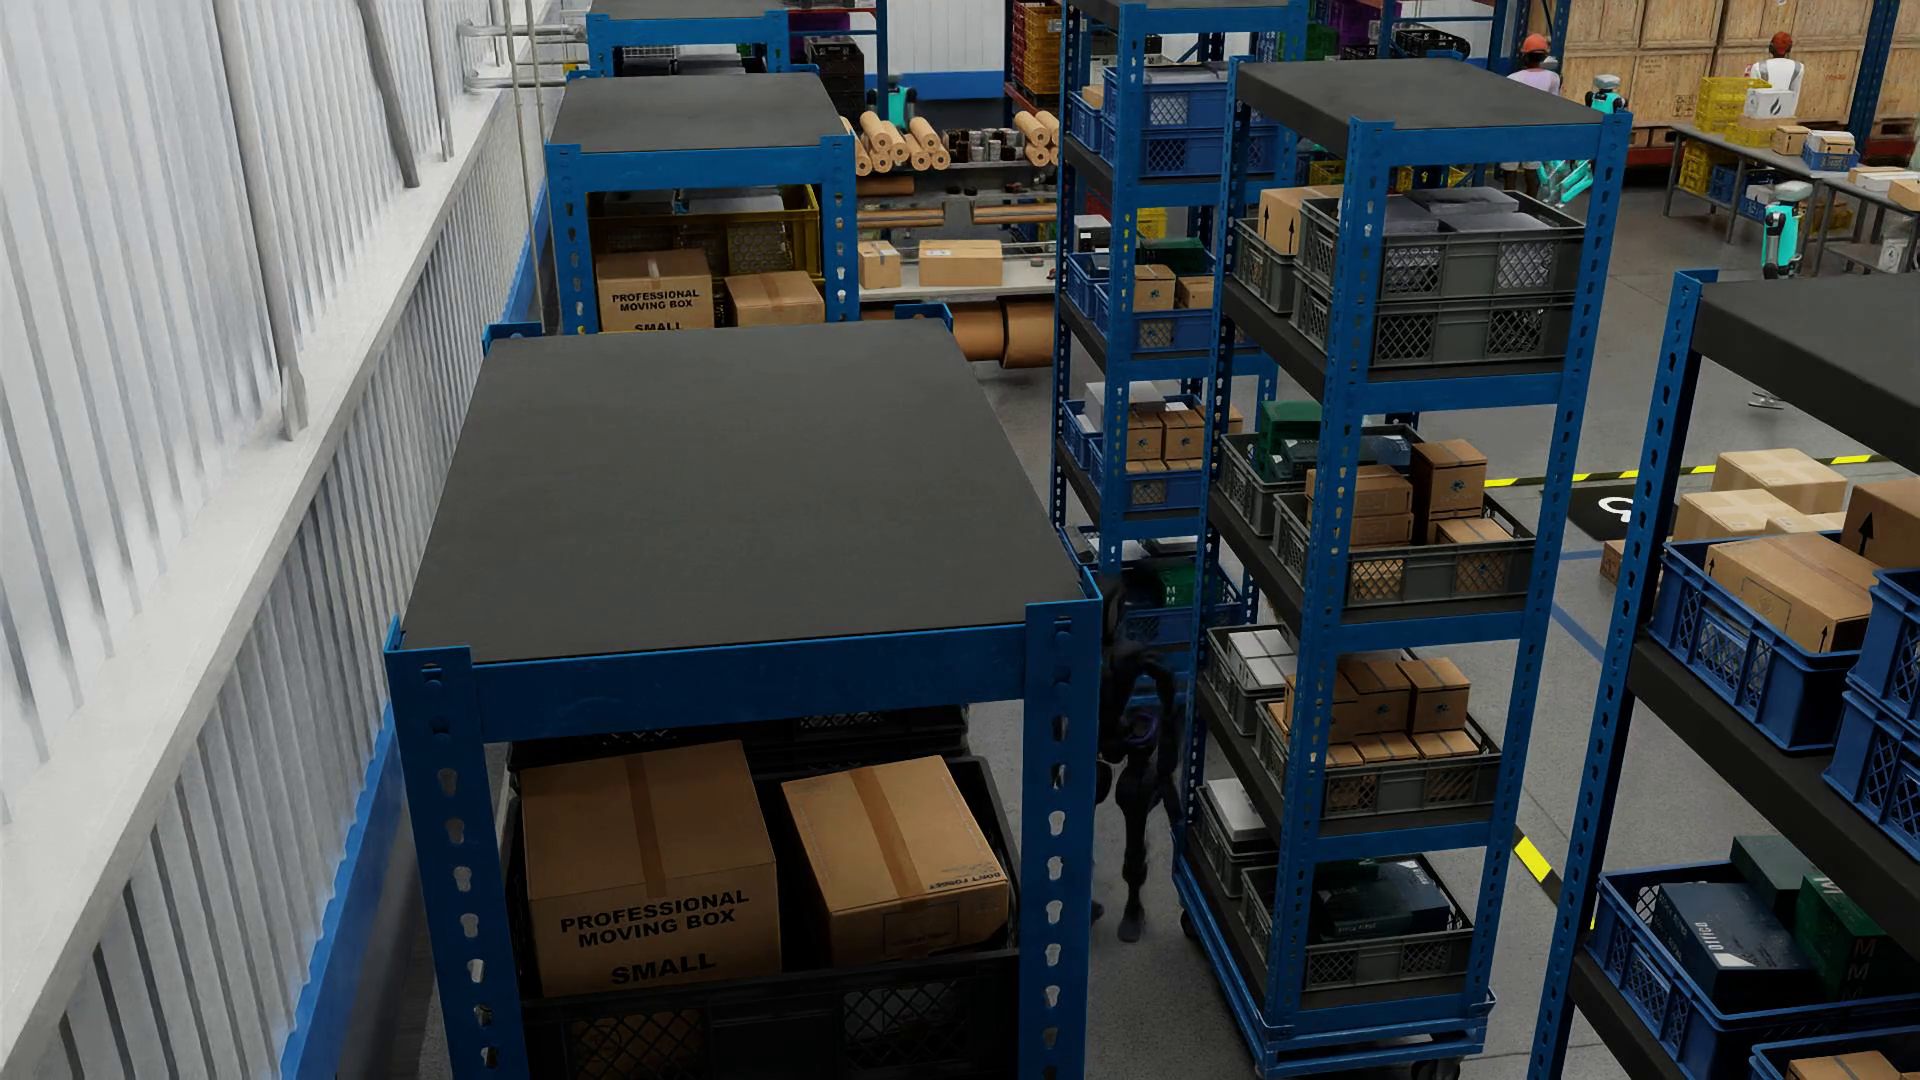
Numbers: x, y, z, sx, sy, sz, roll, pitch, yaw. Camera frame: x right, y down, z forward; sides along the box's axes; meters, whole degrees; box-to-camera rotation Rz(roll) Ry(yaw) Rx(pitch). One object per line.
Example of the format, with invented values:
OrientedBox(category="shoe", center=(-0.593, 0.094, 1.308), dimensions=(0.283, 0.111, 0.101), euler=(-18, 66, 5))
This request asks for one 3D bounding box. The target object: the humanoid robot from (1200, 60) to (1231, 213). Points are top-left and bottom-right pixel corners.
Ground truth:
OrientedBox(category="humanoid robot", center=(2.836, -4.393, 18.176), dimensions=(0.409, 1.651, 0.609), euler=(-10, 26, -20))

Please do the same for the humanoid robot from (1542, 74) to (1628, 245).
OrientedBox(category="humanoid robot", center=(6.147, -3.761, 16.593), dimensions=(0.732, 1.694, 0.532), euler=(-8, 26, -17))

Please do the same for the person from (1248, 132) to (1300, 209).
OrientedBox(category="person", center=(3.489, -4.559, 18.335), dimensions=(0.586, 1.834, 0.404), euler=(9, 26, 19))

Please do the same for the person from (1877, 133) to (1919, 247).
OrientedBox(category="person", center=(9.321, -3.507, 15.962), dimensions=(0.677, 1.904, 0.532), euler=(-13, 28, -26))

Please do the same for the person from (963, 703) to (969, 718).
OrientedBox(category="person", center=(-0.152, 0.398, 7.430), dimensions=(0.602, 1.941, 0.558), euler=(3, 25, 6))

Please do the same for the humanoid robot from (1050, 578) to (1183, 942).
OrientedBox(category="humanoid robot", center=(0.622, 0.901, 6.656), dimensions=(0.602, 1.645, 0.406), euler=(10, 26, 20))

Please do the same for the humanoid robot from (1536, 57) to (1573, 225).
OrientedBox(category="humanoid robot", center=(6.231, -4.165, 17.576), dimensions=(0.542, 1.760, 0.716), euler=(-12, 27, -24))

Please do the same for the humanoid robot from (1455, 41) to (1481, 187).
OrientedBox(category="humanoid robot", center=(5.762, -4.954, 19.364), dimensions=(0.599, 1.657, 0.315), euler=(9, 26, 19))

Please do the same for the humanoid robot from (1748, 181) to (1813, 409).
OrientedBox(category="humanoid robot", center=(6.196, -1.771, 12.235), dimensions=(0.735, 1.673, 0.533), euler=(17, 30, 32))

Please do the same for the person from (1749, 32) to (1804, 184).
OrientedBox(category="person", center=(9.038, -4.716, 18.619), dimensions=(0.574, 1.884, 0.356), euler=(1, 25, 3))

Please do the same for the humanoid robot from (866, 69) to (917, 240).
OrientedBox(category="humanoid robot", center=(-0.629, -3.874, 17.007), dimensions=(0.553, 1.731, 1.042), euler=(-6, 25, -13))

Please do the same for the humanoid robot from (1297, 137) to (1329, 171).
OrientedBox(category="humanoid robot", center=(4.005, -4.511, 18.350), dimensions=(0.642, 1.800, 0.541), euler=(-7, 26, -16))

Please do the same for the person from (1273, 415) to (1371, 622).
OrientedBox(category="person", center=(1.746, 0.199, 8.023), dimensions=(0.597, 1.830, 0.577), euler=(-11, 27, -22))

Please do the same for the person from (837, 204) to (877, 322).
OrientedBox(category="person", center=(-0.981, -2.328, 13.507), dimensions=(0.615, 1.812, 0.666), euler=(7, 26, 15))

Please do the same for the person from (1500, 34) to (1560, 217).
OrientedBox(category="person", center=(5.877, -4.228, 17.370), dimensions=(0.613, 2.040, 0.389), euler=(-5, 25, -10))

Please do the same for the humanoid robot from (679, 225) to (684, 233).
OrientedBox(category="humanoid robot", center=(-2.805, -3.926, 17.173), dimensions=(0.616, 1.626, 0.692), euler=(4, 25, 8))

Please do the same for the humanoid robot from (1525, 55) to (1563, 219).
OrientedBox(category="humanoid robot", center=(6.372, -4.382, 18.051), dimensions=(0.748, 1.770, 0.530), euler=(-15, 29, -29))
